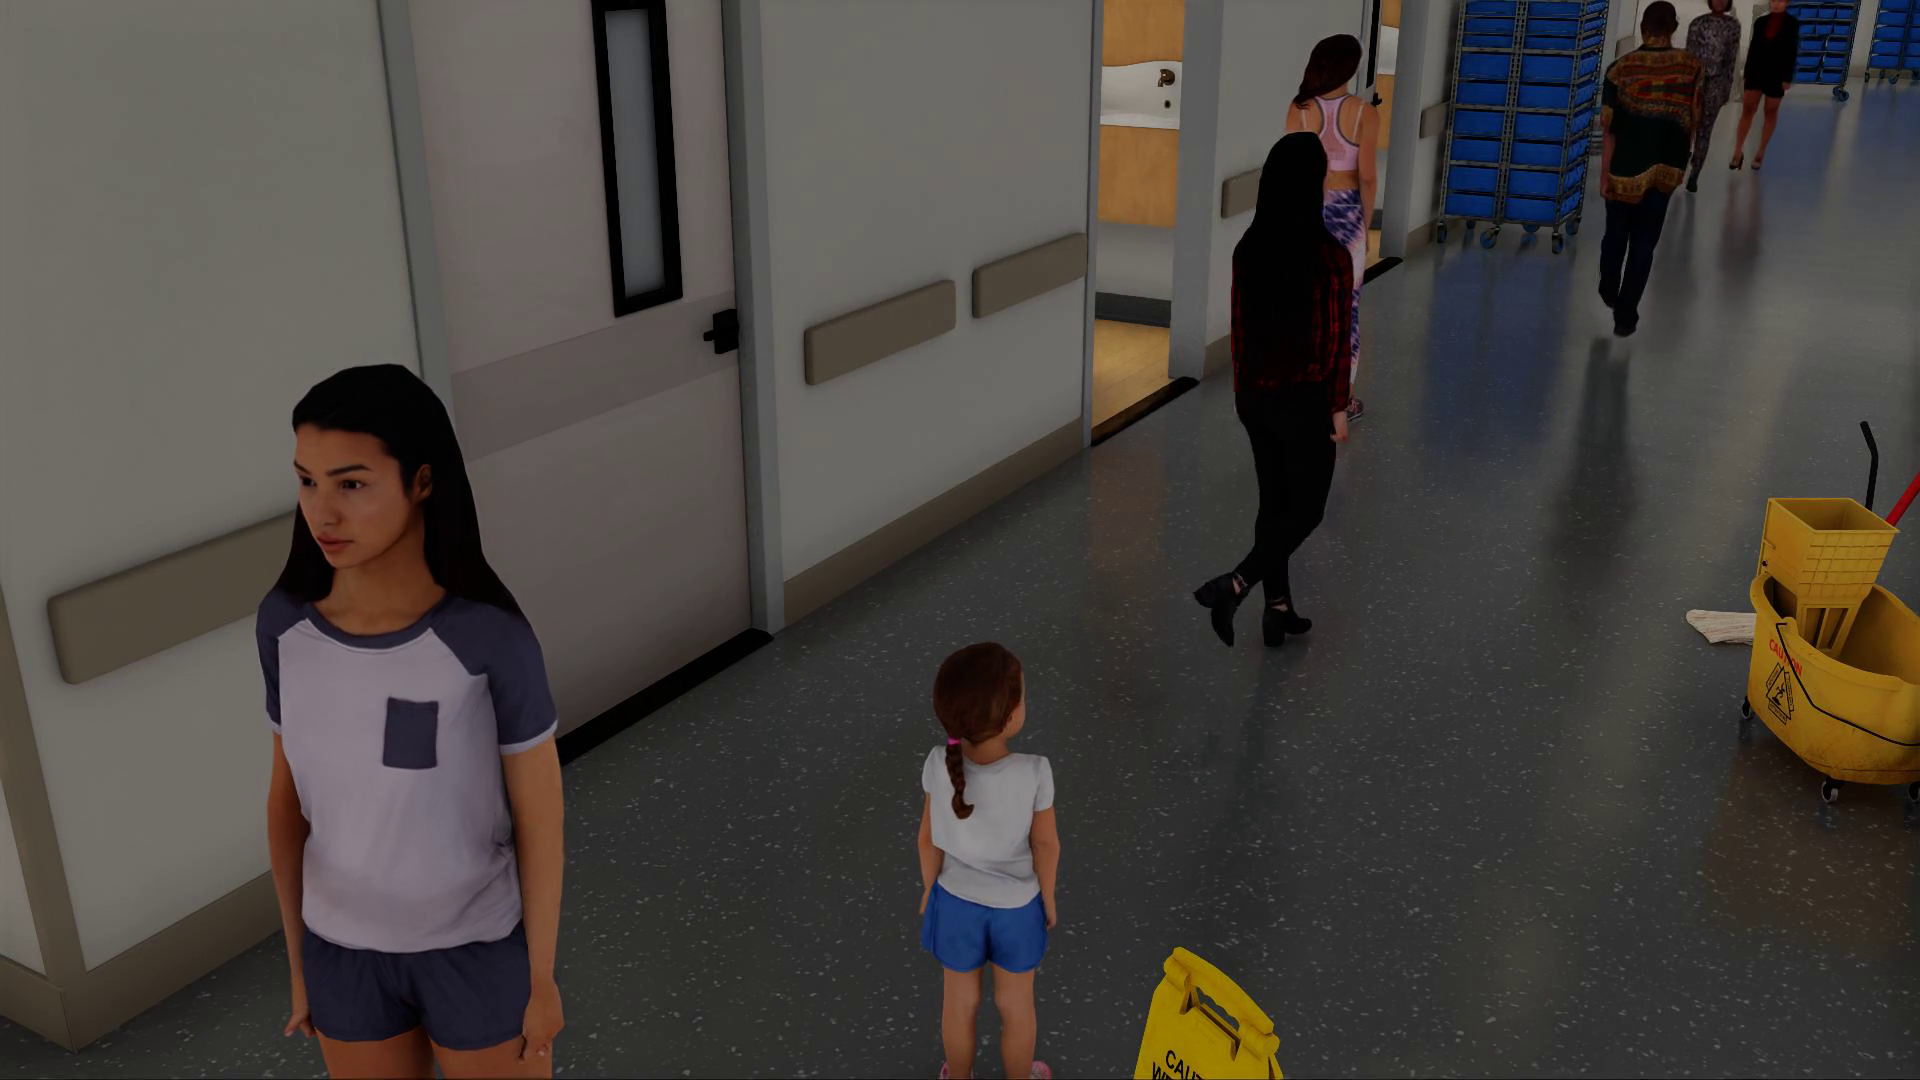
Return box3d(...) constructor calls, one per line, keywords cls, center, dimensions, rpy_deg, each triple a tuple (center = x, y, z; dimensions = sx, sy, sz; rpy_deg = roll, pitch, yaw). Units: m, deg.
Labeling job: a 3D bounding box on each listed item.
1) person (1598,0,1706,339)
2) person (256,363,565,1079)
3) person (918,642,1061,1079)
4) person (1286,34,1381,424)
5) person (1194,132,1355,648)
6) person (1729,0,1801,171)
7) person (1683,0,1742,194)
box3d(cls="person", center=(3.729, -1.969, 9.068), dimensions=(0.818, 1.757, 1.205), rpy_deg=(7, 22, 19))
box3d(cls="person", center=(-0.766, 0.590, 2.403), dimensions=(0.649, 1.734, 0.629), rpy_deg=(3, 21, 8))
box3d(cls="person", center=(0.049, 0.672, 3.193), dimensions=(0.464, 1.020, 0.485), rpy_deg=(4, 21, 10))
box3d(cls="person", center=(1.697, -1.426, 7.680), dimensions=(0.644, 1.766, 0.598), rpy_deg=(7, 22, 17))
box3d(cls="person", center=(0.966, -0.397, 5.133), dimensions=(0.897, 1.645, 0.740), rpy_deg=(-18, 27, -39))
box3d(cls="person", center=(7.366, -4.176, 15.153), dimensions=(0.647, 1.616, 0.896), rpy_deg=(14, 25, 33))
box3d(cls="person", center=(6.321, -3.840, 14.139), dimensions=(0.644, 1.705, 0.840), rpy_deg=(8, 22, 20))
